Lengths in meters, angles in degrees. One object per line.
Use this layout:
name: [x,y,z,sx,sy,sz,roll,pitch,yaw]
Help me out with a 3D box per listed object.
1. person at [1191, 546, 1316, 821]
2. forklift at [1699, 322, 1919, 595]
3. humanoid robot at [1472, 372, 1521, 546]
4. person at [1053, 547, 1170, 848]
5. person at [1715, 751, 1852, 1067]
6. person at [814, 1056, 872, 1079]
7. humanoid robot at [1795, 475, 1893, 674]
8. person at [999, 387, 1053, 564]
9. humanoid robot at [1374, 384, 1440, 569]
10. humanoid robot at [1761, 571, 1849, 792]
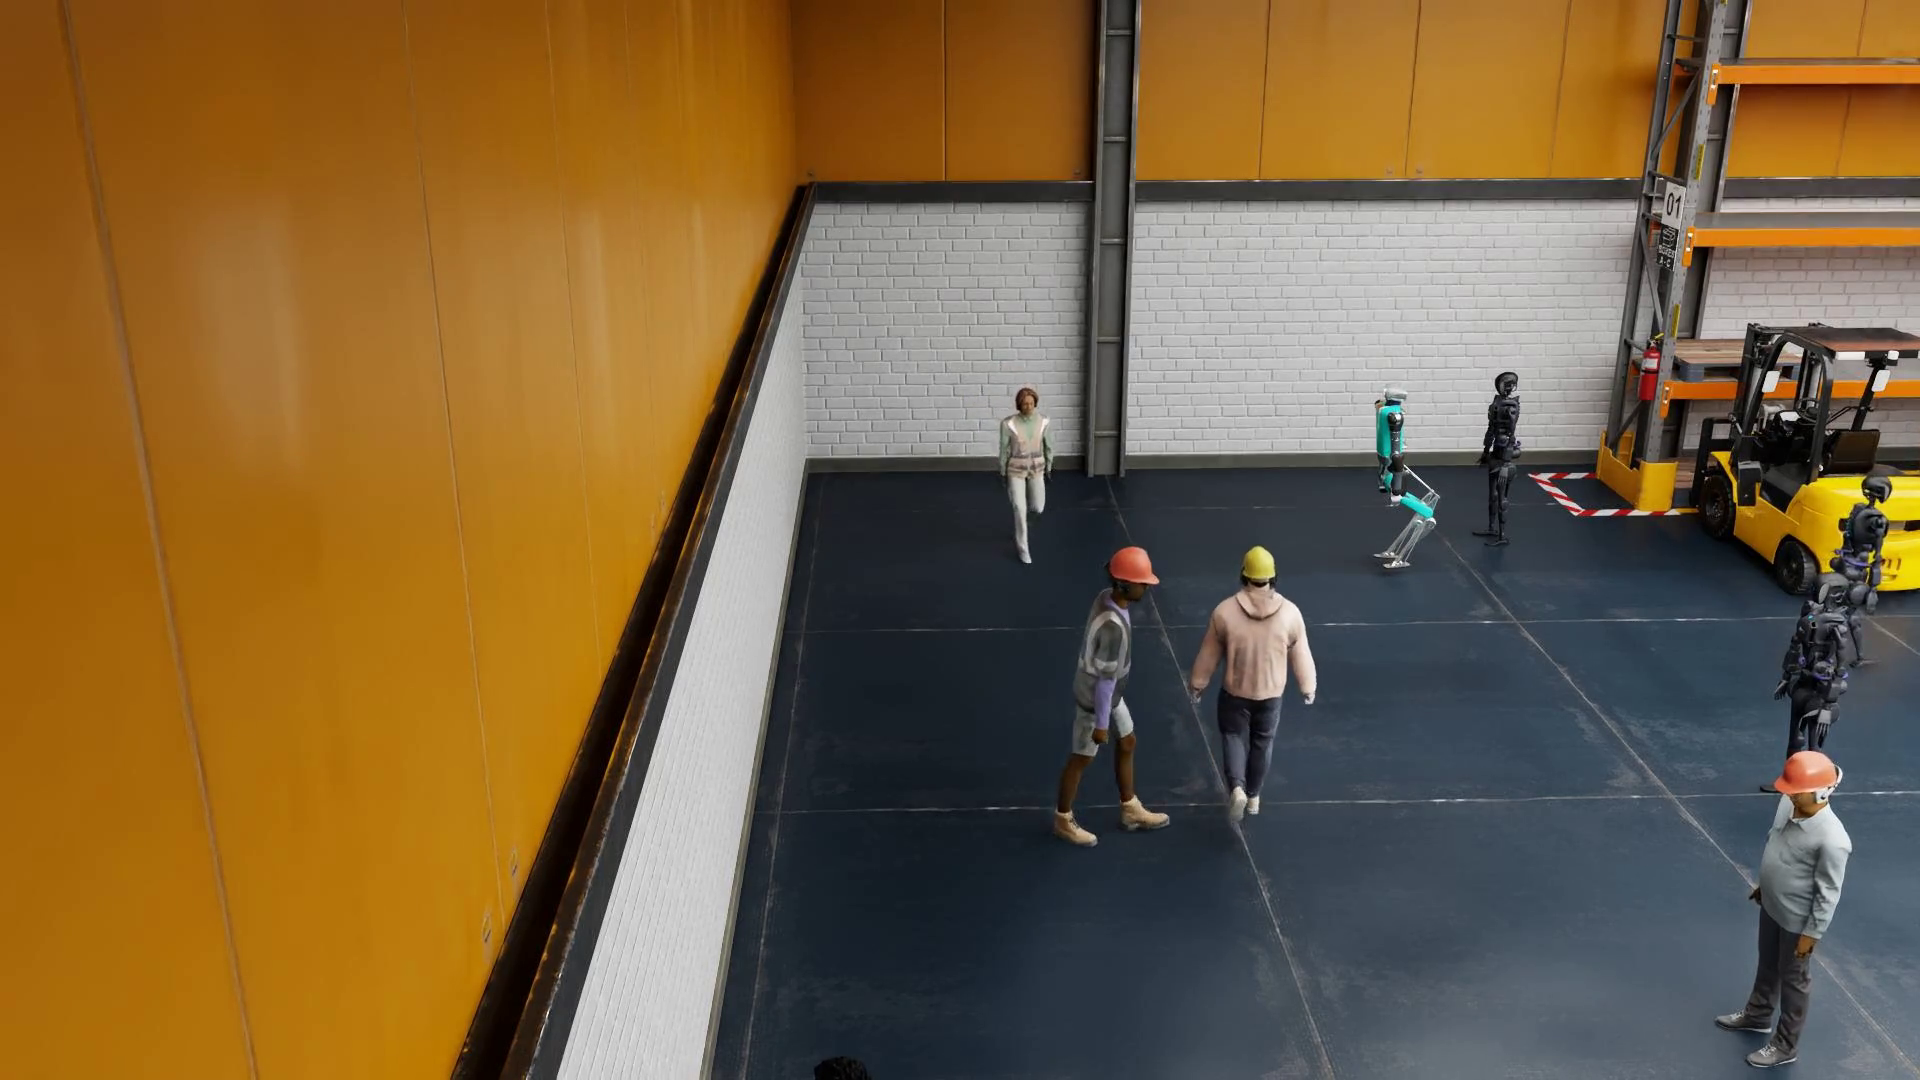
person: [1.888,0.956,10.673,0.803,1.852,0.593,2,20,4]
forklift: [7.809,-0.792,14.926,1.214,2.155,2.313,-1,20,-2]
humanoid robot: [5.062,-0.771,15.592,0.315,1.653,0.599,-1,20,-2]
person: [0.979,0.990,10.398,0.810,1.999,0.640,3,21,9]
person: [4.183,1.845,8.420,0.338,1.742,0.560,0,20,-1]
person: [-0.405,2.671,6.247,0.319,1.695,0.537,1,20,2]
humanoid robot: [6.915,0.280,12.819,0.766,1.626,0.590,1,20,2]
person: [0.589,-0.631,15.303,0.518,1.622,0.598,-5,21,-14]
humanoid robot: [4.004,-0.566,14.772,0.735,1.677,0.533,-1,20,-2]
humanoid robot: [5.553,0.985,10.829,0.315,1.657,0.599,-1,20,-2]
